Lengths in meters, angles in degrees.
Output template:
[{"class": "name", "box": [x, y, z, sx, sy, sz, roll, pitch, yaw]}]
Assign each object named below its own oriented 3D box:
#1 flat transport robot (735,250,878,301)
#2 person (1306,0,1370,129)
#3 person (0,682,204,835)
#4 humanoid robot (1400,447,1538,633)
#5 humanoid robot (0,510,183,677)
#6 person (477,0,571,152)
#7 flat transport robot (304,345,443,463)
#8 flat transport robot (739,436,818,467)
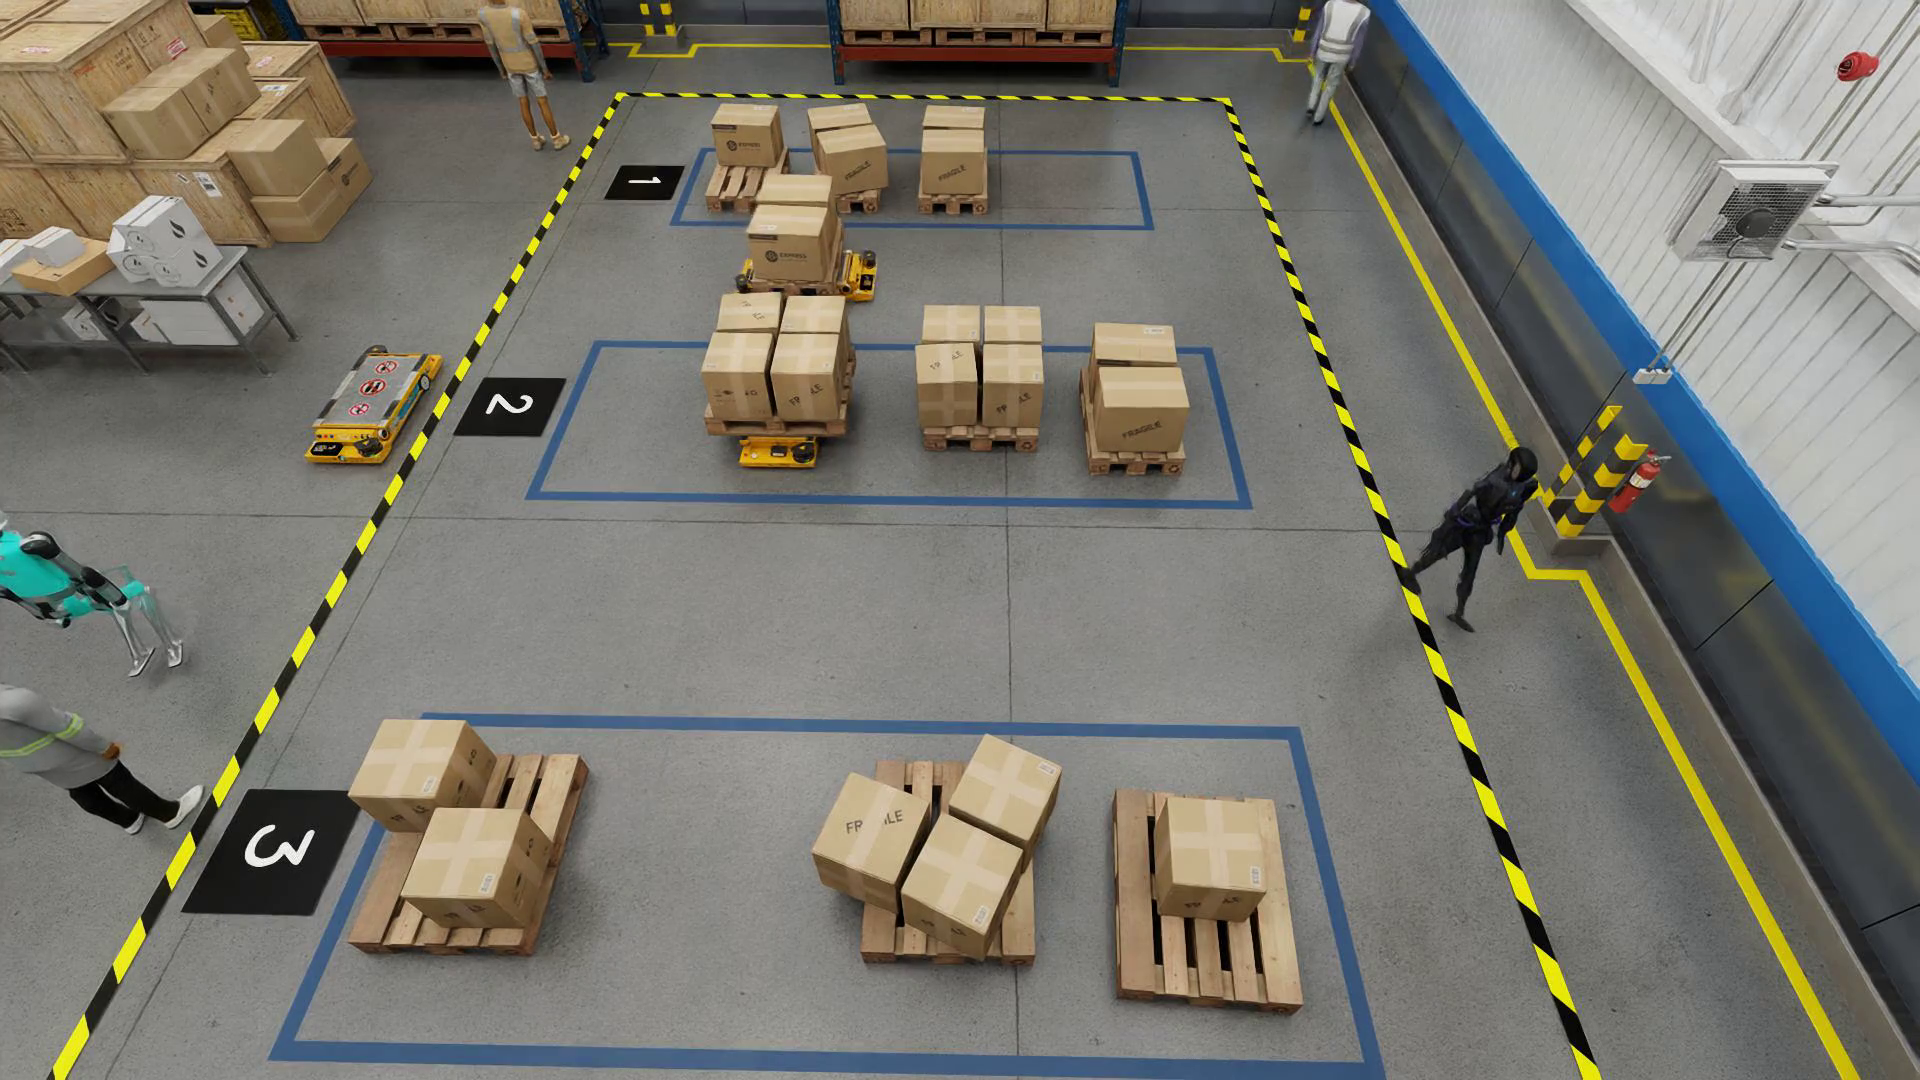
[{"class": "flat transport robot", "box": [-1.620, -2.825, 9.739, 1.431, 0.197, 0.652, 1, 50, 1]}, {"class": "person", "box": [4.774, -6.179, 11.581, 0.614, 1.811, 0.560, 27, 55, 21]}, {"class": "person", "box": [-5.251, 1.185, 5.327, 0.589, 1.852, 0.400, -3, 50, -3]}, {"class": "humanoid robot", "box": [3.627, -0.015, 6.470, 0.588, 1.629, 0.726, -8, 50, -7]}, {"class": "humanoid robot", "box": [-5.829, 0.262, 6.095, 0.533, 1.677, 0.735, -12, 51, -10]}, {"class": "person", "box": [-5.286, -5.745, 11.069, 0.614, 2.039, 0.385, 1, 50, 0]}, {"class": "flat transport robot", "box": [-5.383, -1.269, 8.441, 0.659, 0.231, 1.431, 1, 50, 1]}, {"class": "flat transport robot", "box": [-1.582, -1.235, 8.394, 0.652, 0.197, 1.431, 1, 50, 1]}]
